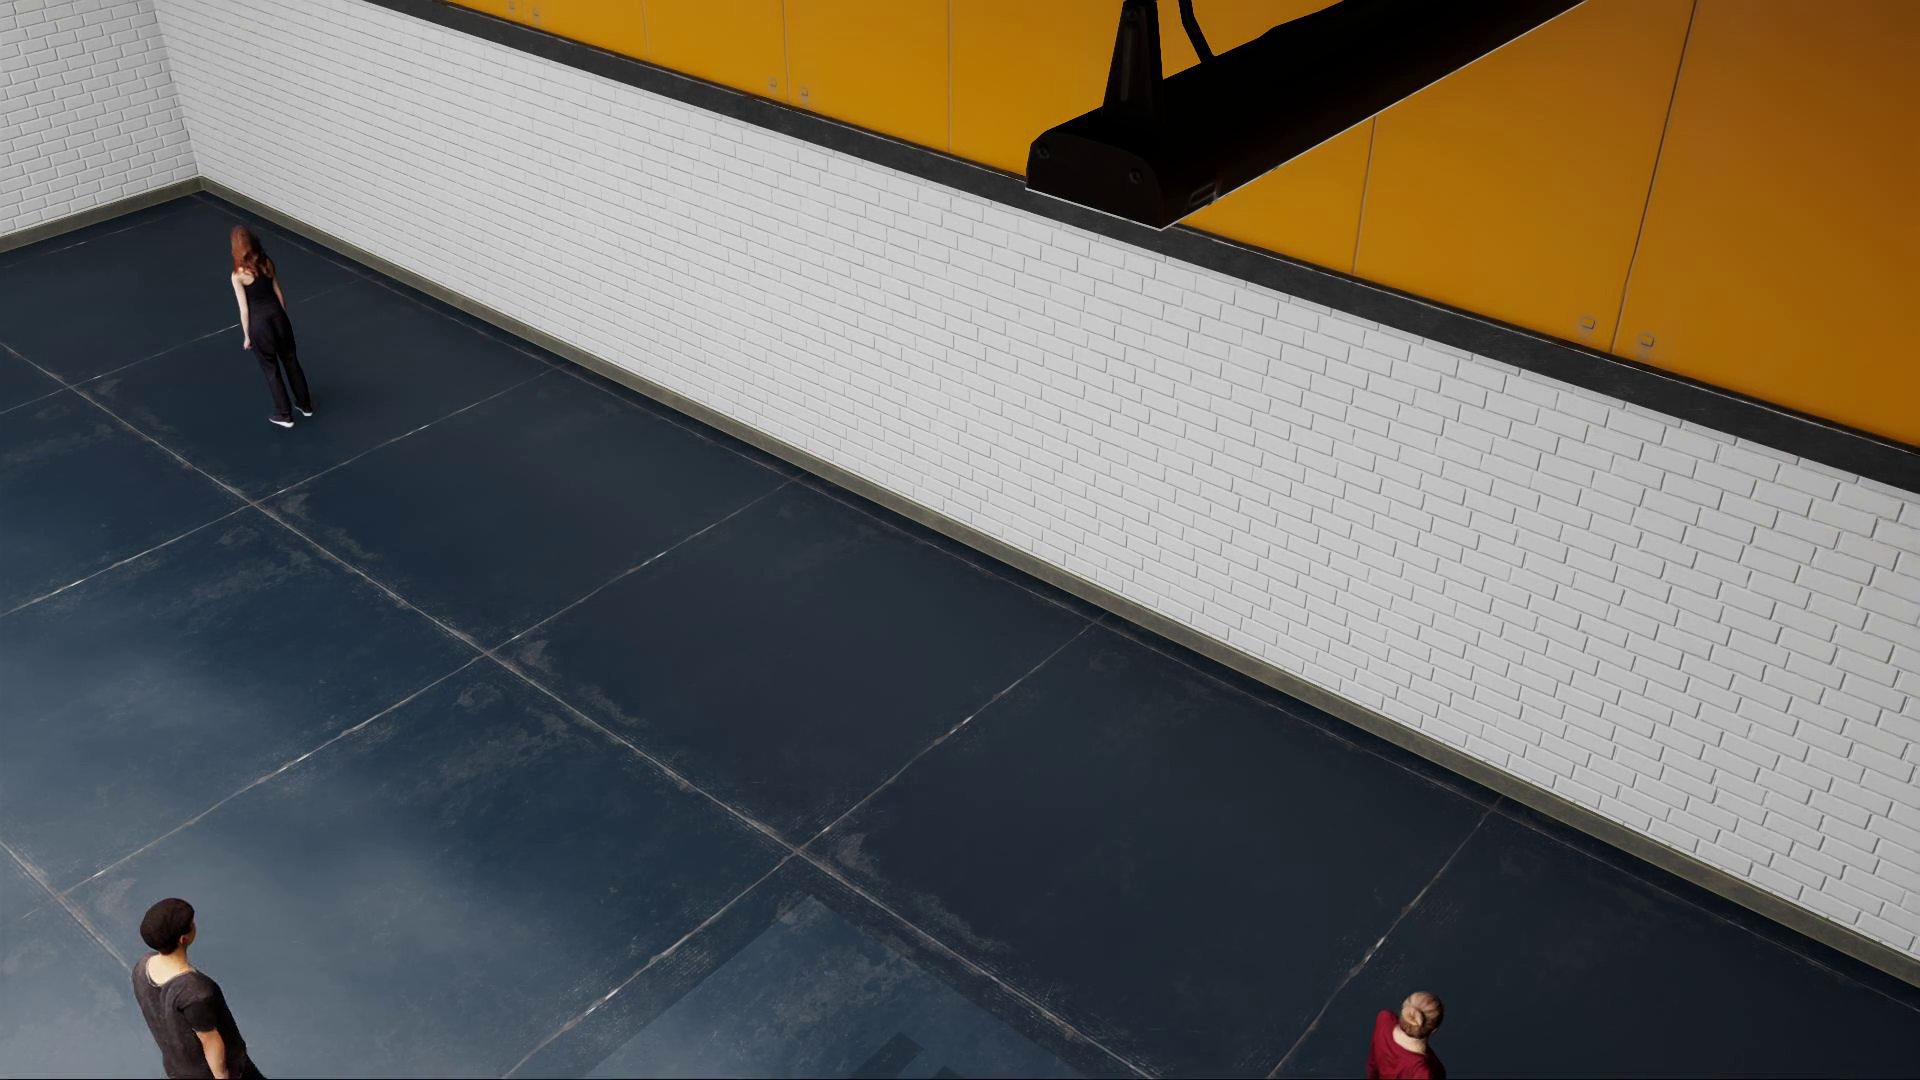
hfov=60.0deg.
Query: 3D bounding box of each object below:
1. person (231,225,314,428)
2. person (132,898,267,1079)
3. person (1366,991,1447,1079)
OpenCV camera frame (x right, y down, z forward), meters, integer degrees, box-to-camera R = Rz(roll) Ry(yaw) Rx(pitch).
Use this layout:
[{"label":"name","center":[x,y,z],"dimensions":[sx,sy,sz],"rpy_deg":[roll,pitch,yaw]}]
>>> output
[{"label":"person","center":[-5.717,-1.770,13.742],"dimensions":[0.668,1.744,0.467],"rpy_deg":[21,39,28]},{"label":"person","center":[-3.511,2.376,7.553],"dimensions":[0.753,1.690,0.954],"rpy_deg":[16,37,23]},{"label":"person","center":[1.918,2.556,7.285],"dimensions":[0.681,1.687,0.690],"rpy_deg":[-11,35,-16]}]
